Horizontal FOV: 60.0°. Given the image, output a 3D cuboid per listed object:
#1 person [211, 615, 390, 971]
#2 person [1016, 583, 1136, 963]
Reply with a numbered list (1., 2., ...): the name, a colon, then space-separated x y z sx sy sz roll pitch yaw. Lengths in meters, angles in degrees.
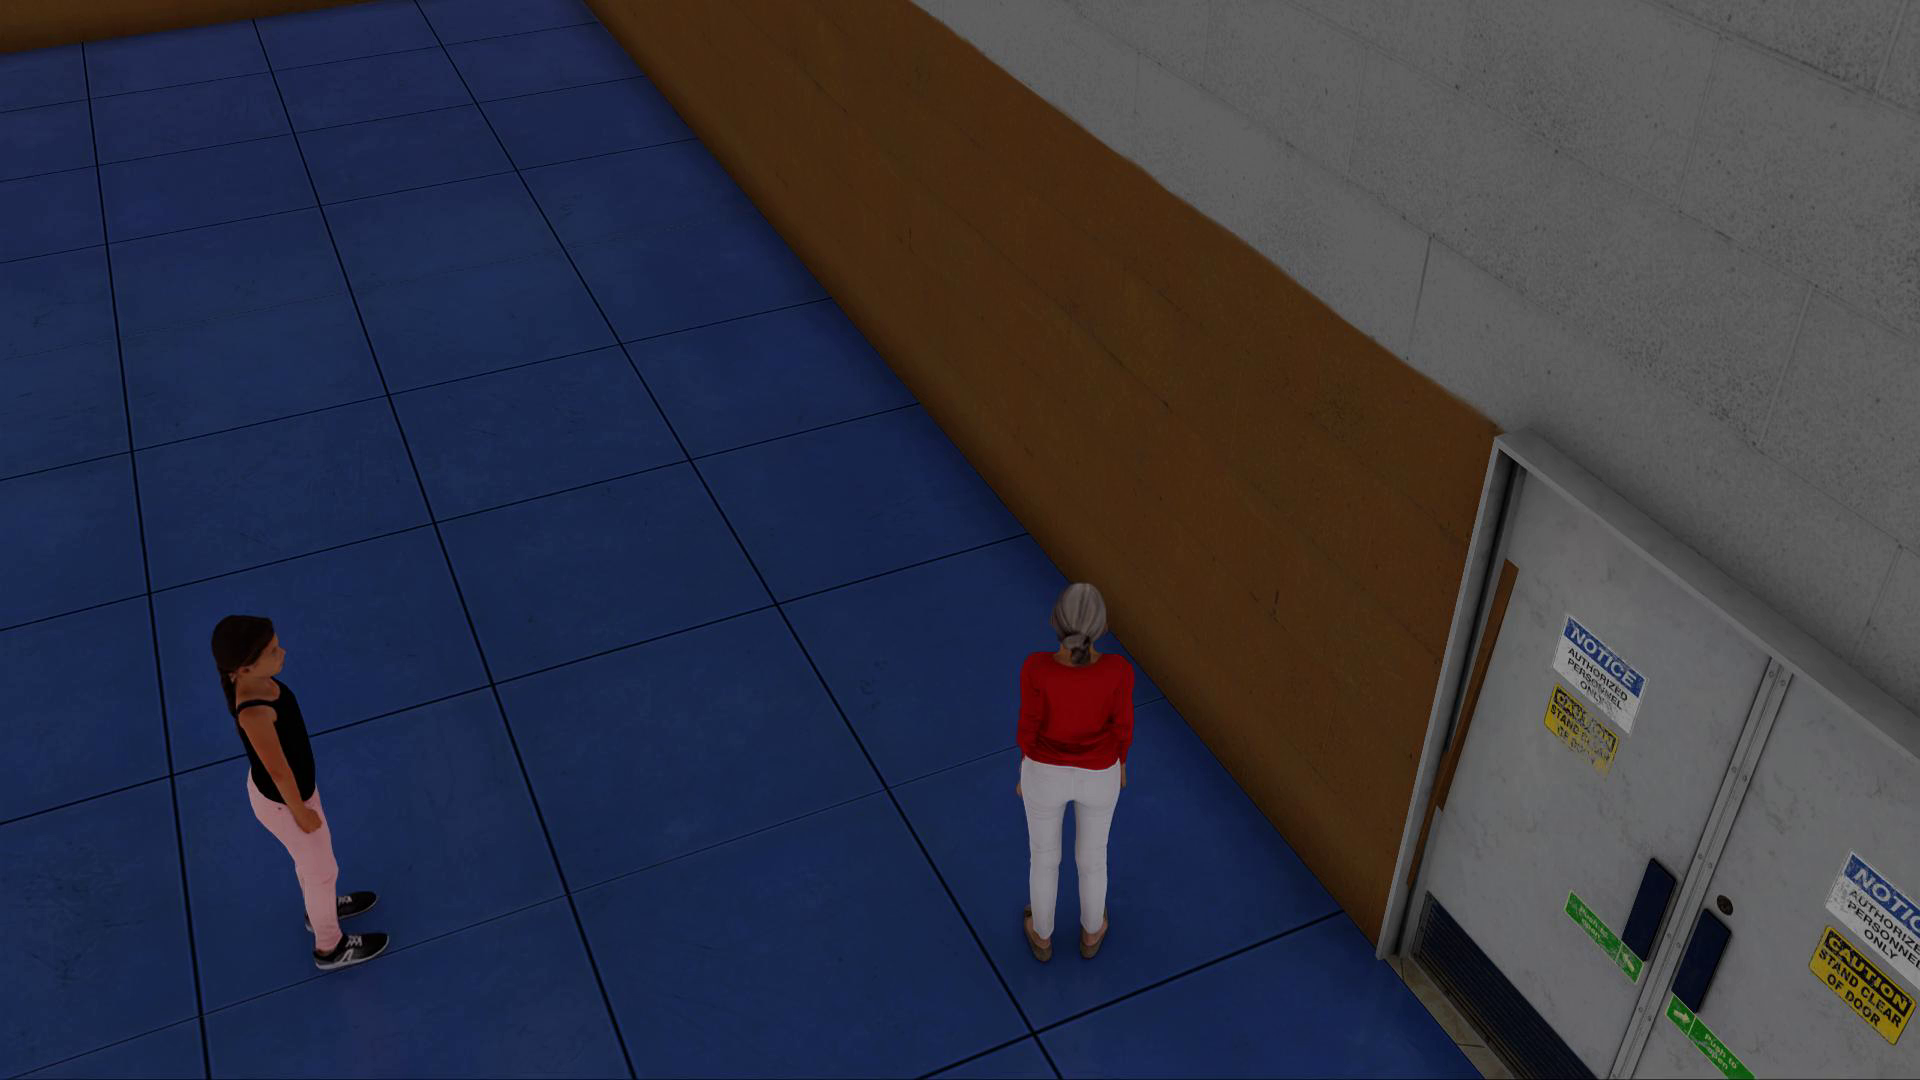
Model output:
1. person: -2.326 0.873 5.757 0.512 1.561 0.526 -17 40 -22
2. person: 0.383 0.818 5.720 0.598 1.694 0.696 -1 37 -1
